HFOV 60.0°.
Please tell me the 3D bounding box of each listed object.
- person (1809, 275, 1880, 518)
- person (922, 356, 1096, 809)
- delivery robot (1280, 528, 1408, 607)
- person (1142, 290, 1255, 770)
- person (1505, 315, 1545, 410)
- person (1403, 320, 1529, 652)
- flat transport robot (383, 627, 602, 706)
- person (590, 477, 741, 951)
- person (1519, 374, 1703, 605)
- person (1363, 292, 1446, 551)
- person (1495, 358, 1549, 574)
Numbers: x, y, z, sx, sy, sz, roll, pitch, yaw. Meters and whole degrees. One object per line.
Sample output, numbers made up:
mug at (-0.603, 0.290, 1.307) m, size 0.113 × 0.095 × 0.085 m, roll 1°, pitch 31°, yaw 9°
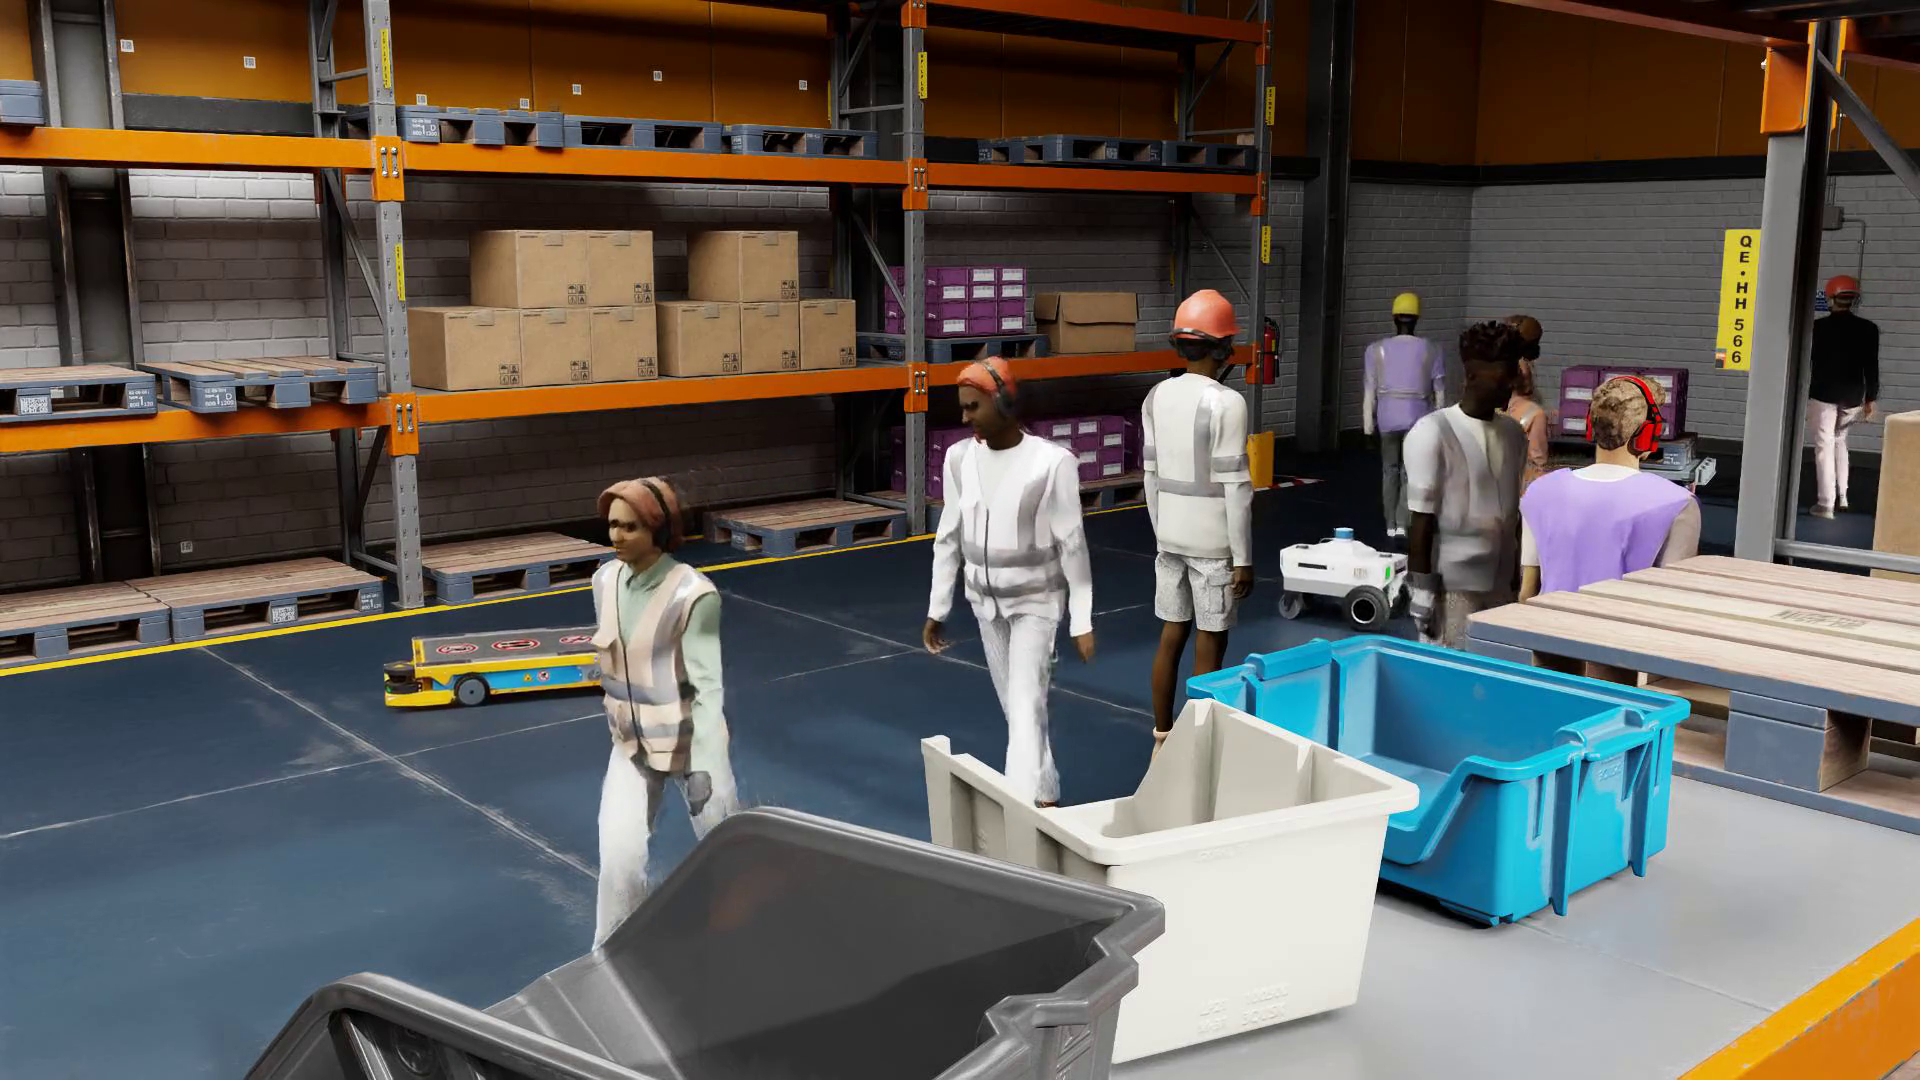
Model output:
person at (7.146, -1.175, 13.646) m, size 0.625 × 1.971 × 0.564 m, roll 0°, pitch 10°, yaw -2°
person at (0.171, 0.260, 6.027) m, size 0.601 × 1.832 × 0.909 m, roll 8°, pitch 13°, yaw 40°
delivery robot at (2.262, 0.170, 9.835) m, size 0.707 × 0.478 × 0.477 m, roll 7°, pitch 12°, yaw 34°
person at (0.998, 0.004, 6.854) m, size 0.365 × 2.047 × 0.608 m, roll -6°, pitch 12°, yaw -31°
person at (3.360, -0.476, 10.239) m, size 0.433 × 1.807 × 0.660 m, roll 1°, pitch 10°, yaw 5°
person at (1.920, 0.125, 6.421) m, size 0.625 × 1.949 × 0.646 m, roll -6°, pitch 12°, yaw -29°
flat transport robot at (-2.159, 0.613, 8.413) m, size 1.431 × 0.197 × 0.652 m, roll -4°, pitch 11°, yaw -19°
person at (-0.813, 0.589, 4.846) m, size 0.523 × 1.593 × 0.859 m, roll 7°, pitch 12°, yaw 33°
person at (1.948, 0.427, 5.047) m, size 0.388 × 1.844 × 0.564 m, roll -8°, pitch 13°, yaw -39°
person at (3.275, -0.883, 12.295) m, size 0.598 × 1.887 × 0.988 m, roll 3°, pitch 11°, yaw 19°
person at (3.240, -0.259, 9.560) m, size 0.773 × 1.607 × 0.526 m, roll -3°, pitch 11°, yaw -17°
